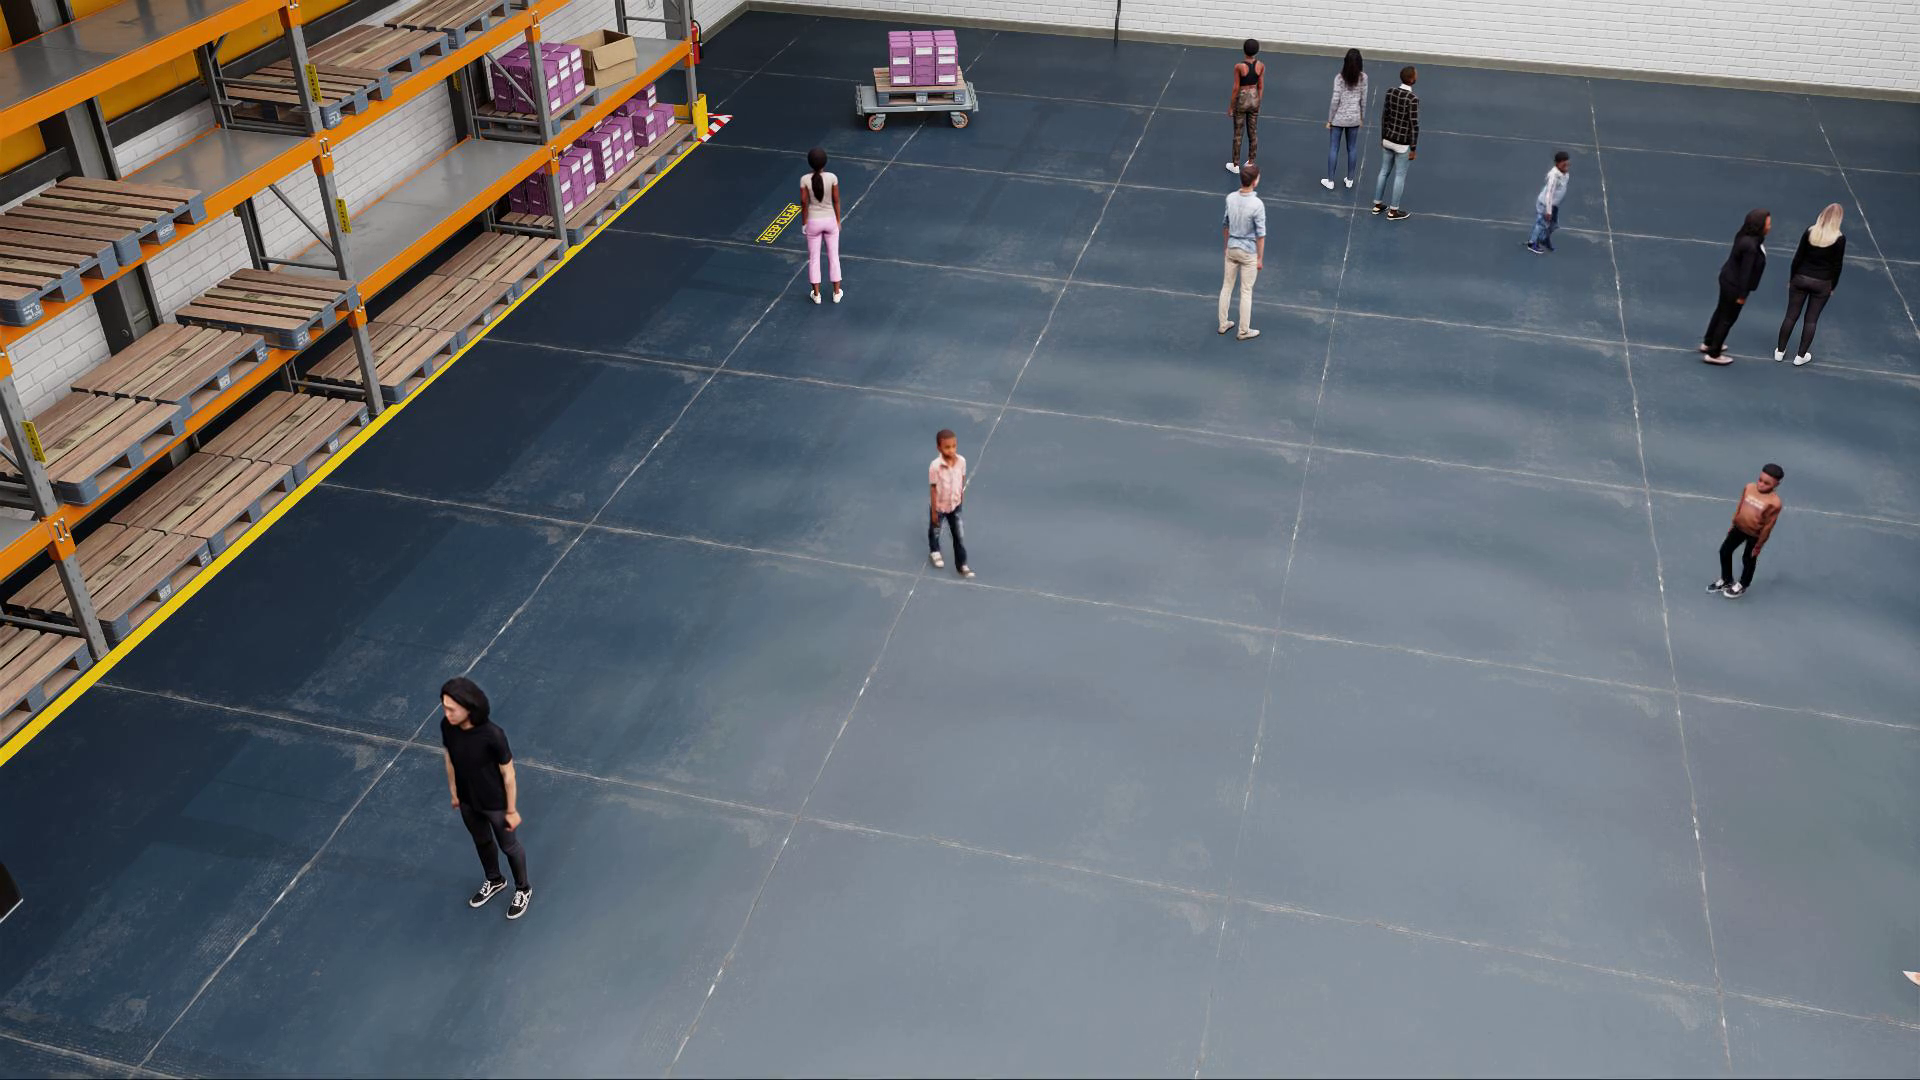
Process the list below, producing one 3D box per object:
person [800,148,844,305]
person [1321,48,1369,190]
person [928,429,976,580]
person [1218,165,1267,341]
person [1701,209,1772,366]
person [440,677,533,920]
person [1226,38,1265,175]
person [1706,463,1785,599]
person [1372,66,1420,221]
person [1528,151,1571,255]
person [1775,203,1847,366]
[{"bbox_3d":[-1.482,-3.366,17.784,0.647,1.740,0.635,-4,34,-6],"label":"person"},{"bbox_3d":[4.767,-5.216,20.575,0.690,1.731,0.657,-4,34,-7],"label":"person"},{"bbox_3d":[-0.149,-0.342,13.645,0.781,1.284,0.865,-13,36,-19],"label":"person"},{"bbox_3d":[2.896,-2.960,17.076,0.731,1.848,0.726,28,43,35],"label":"person"},{"bbox_3d":[7.774,-2.554,16.679,0.695,1.611,0.559,7,34,10],"label":"person"},{"bbox_3d":[-2.932,1.565,10.281,0.669,1.834,0.561,14,36,19],"label":"person"},{"bbox_3d":[3.613,-5.495,21.024,0.657,1.699,0.661,-7,34,-11],"label":"person"},{"bbox_3d":[6.378,-0.082,13.290,0.695,1.245,0.629,-15,36,-21],"label":"person"},{"bbox_3d":[5.193,-4.726,19.757,0.771,1.821,0.743,-23,40,-30],"label":"person"},{"bbox_3d":[6.722,-3.875,19.007,0.667,1.235,0.602,24,40,31],"label":"person"},{"bbox_3d":[8.503,-2.555,16.612,0.678,1.687,0.663,23,40,31],"label":"person"}]
